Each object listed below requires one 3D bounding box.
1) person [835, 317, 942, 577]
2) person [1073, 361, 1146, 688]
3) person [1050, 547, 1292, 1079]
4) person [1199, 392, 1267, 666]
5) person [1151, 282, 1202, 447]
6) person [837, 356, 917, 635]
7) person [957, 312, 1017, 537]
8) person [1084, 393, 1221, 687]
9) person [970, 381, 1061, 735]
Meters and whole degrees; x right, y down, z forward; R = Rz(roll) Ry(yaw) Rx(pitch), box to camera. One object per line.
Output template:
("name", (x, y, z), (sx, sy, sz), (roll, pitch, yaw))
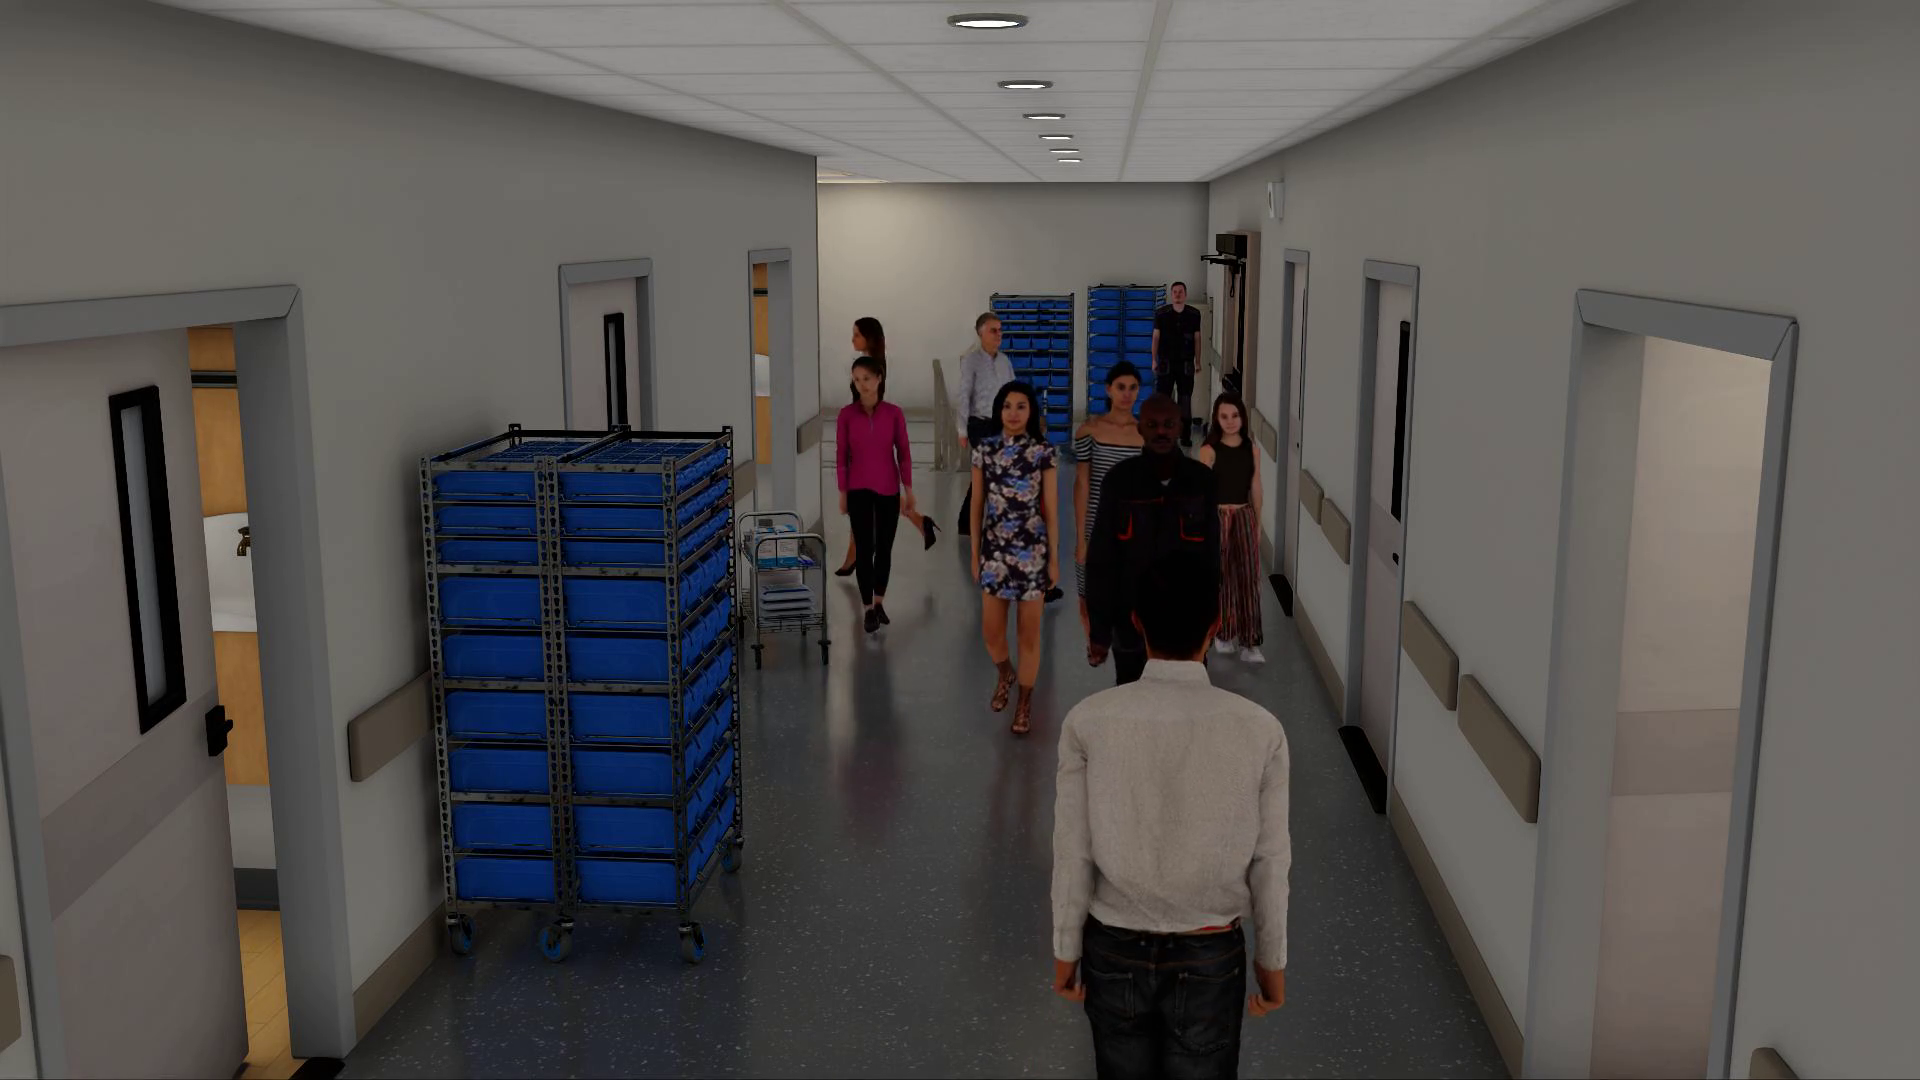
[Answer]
("person", (-0.547, -0.639, 11.731), (0.867, 1.819, 1.004), (-3, 11, -15))
("person", (0.746, 0.011, 8.339), (0.612, 1.805, 0.977), (1, 11, 3))
("person", (0.423, 0.939, 3.494), (0.685, 1.788, 0.999), (1, 11, 8))
("person", (1.507, -0.082, 9.551), (0.630, 1.536, 0.888), (-1, 11, -5))
("person", (2.444, -1.998, 18.822), (0.706, 1.845, 0.561), (1, 11, 6))
("person", (-0.551, -0.290, 10.271), (0.748, 1.677, 0.866), (-3, 11, -17))
("person", (0.155, -0.862, 13.015), (1.123, 1.778, 1.155), (-10, 15, -43))
("person", (0.798, 0.297, 6.882), (0.783, 1.788, 1.221), (0, 11, -1))
("person", (0.290, 0.080, 8.200), (0.608, 1.723, 0.659), (1, 11, 7))
